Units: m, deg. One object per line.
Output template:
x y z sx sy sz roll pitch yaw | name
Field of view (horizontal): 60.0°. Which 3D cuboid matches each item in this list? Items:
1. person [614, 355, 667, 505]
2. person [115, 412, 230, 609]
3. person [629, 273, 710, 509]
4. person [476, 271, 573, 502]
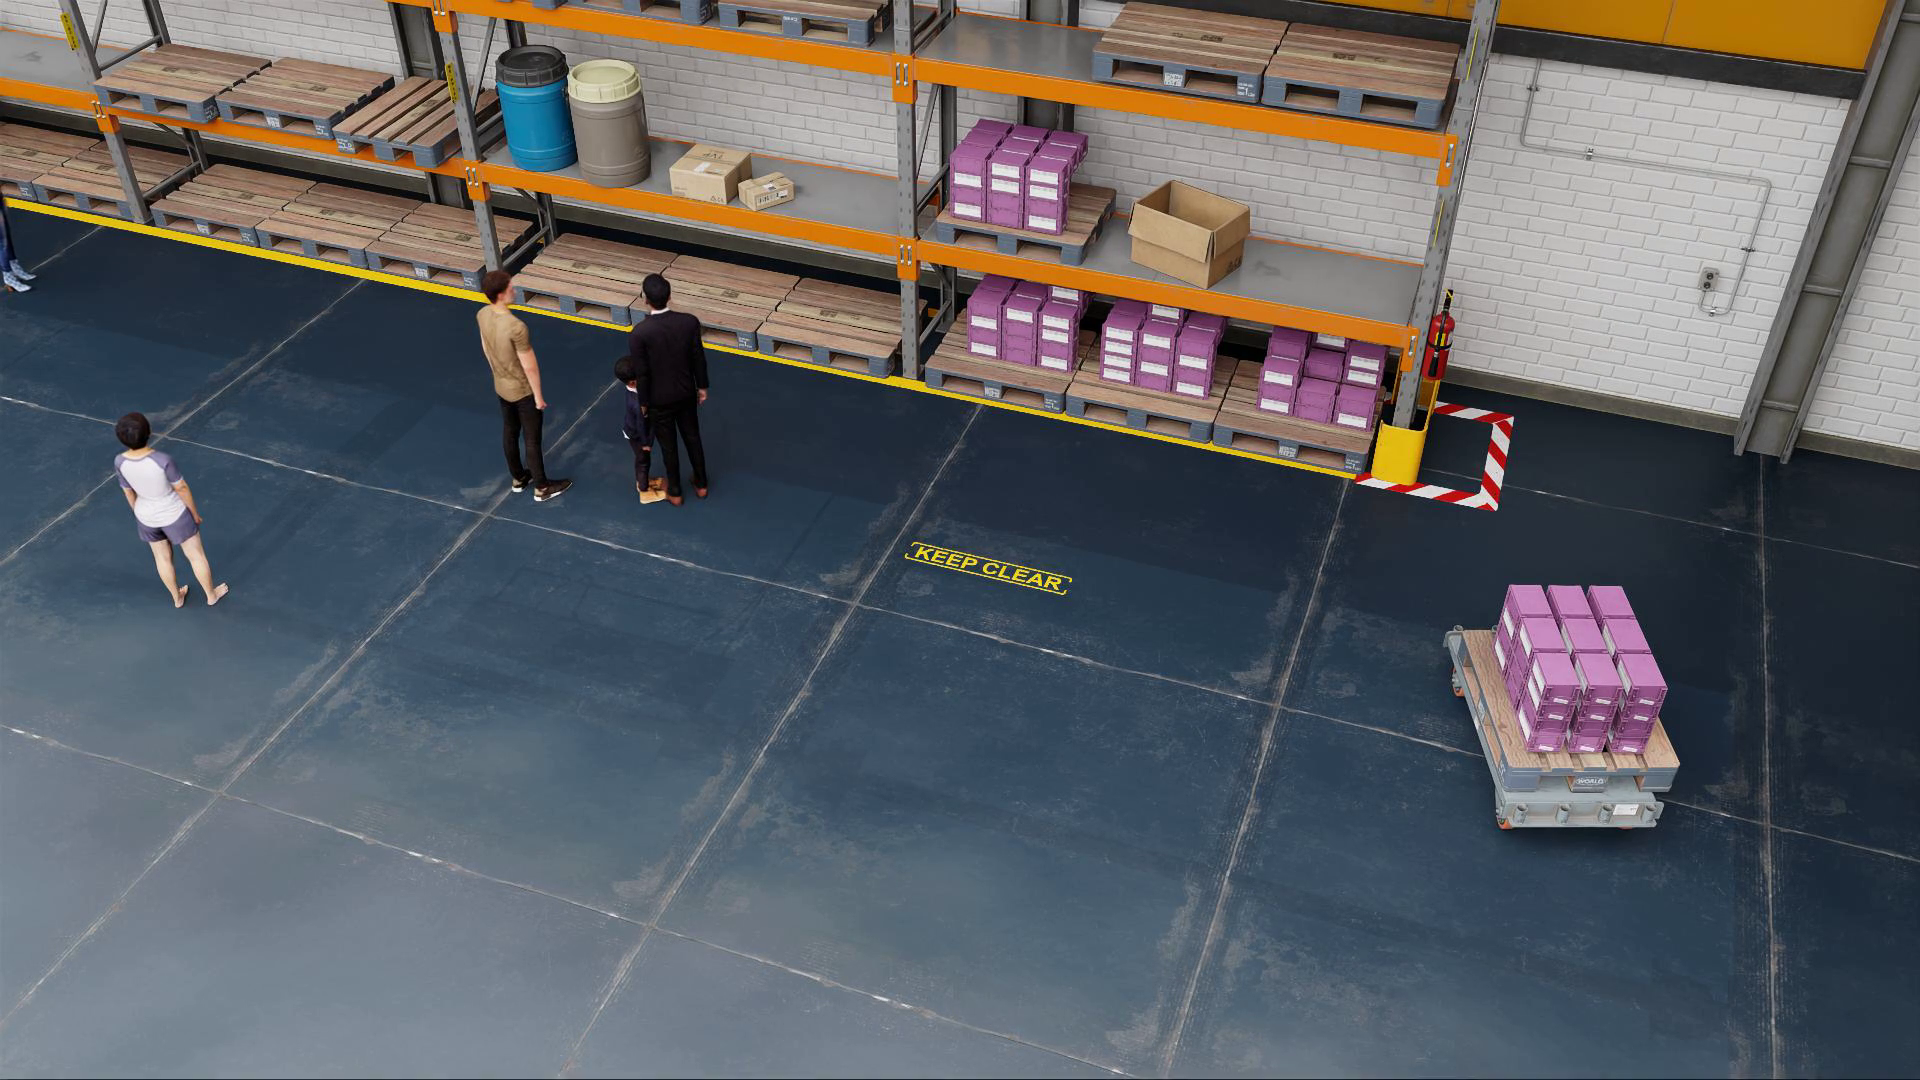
-2.377 -0.825 12.302 0.613 1.224 0.578 -8 39 -10 | person
-5.382 -0.198 11.243 0.577 1.566 0.700 -2 39 -2 | person
-2.104 -1.078 12.094 0.769 1.881 0.795 -21 43 -24 | person
-3.255 -1.129 12.182 0.617 1.850 0.781 26 45 28 | person
